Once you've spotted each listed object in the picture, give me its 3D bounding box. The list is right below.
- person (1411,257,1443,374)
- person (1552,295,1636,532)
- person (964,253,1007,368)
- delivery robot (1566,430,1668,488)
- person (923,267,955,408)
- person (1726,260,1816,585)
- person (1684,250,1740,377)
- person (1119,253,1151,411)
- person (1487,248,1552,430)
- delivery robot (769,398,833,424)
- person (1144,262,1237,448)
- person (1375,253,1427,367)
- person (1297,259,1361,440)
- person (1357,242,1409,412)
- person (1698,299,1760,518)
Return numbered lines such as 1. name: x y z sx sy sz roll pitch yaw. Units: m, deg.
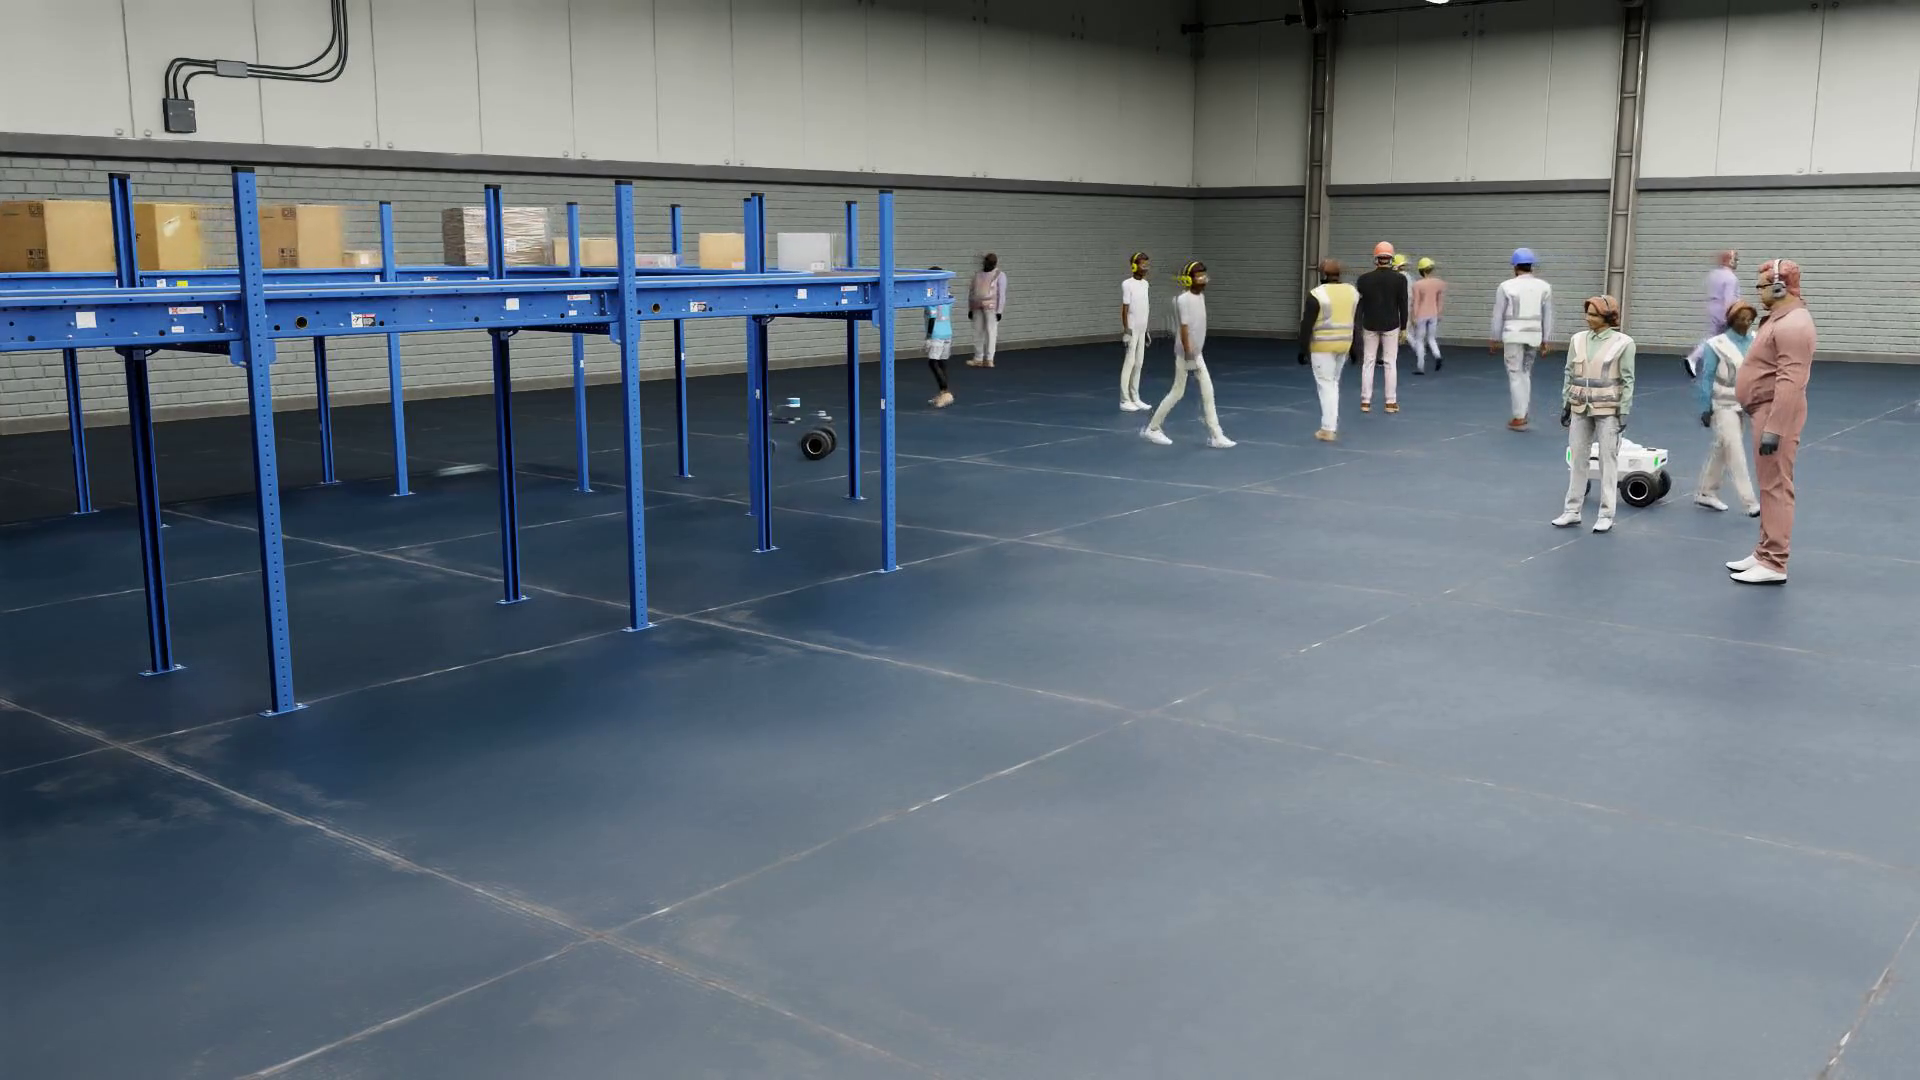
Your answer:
1. person: 7.035 -3.368 25.038 0.546 1.751 0.452 -3 11 -16
2. person: 4.444 -0.886 11.626 0.312 1.638 0.512 -8 13 -37
3. person: 0.380 -3.662 26.564 0.749 1.813 0.432 7 12 34
4. delivery robot: 5.125 -0.617 12.995 0.707 0.478 0.477 7 12 34
5. person: -0.238 -2.466 20.250 0.458 1.699 0.566 4 11 21
6. person: 4.802 -0.699 9.862 0.406 1.902 0.637 4 11 23
7. person: 11.130 -3.299 24.339 0.815 1.879 0.650 -1 10 -4
8. person: 2.104 -2.478 19.814 0.310 1.864 0.533 8 13 37
9. person: 5.982 -2.161 17.877 0.610 1.922 0.662 -2 11 -13
10. delivery robot: -1.550 -1.218 15.601 0.698 0.223 0.335 1 10 5
11. person: 2.248 -1.816 16.334 0.960 1.824 0.539 7 12 34
12. person: 7.069 -3.670 26.592 0.756 1.807 0.591 8 13 39
13. person: 3.726 -1.948 17.014 0.641 1.821 0.638 -5 11 -25
14. person: 4.983 -2.515 19.665 0.614 1.993 0.386 4 11 20
15. person: 5.690 -0.956 12.147 0.522 1.580 0.890 -3 11 -15
